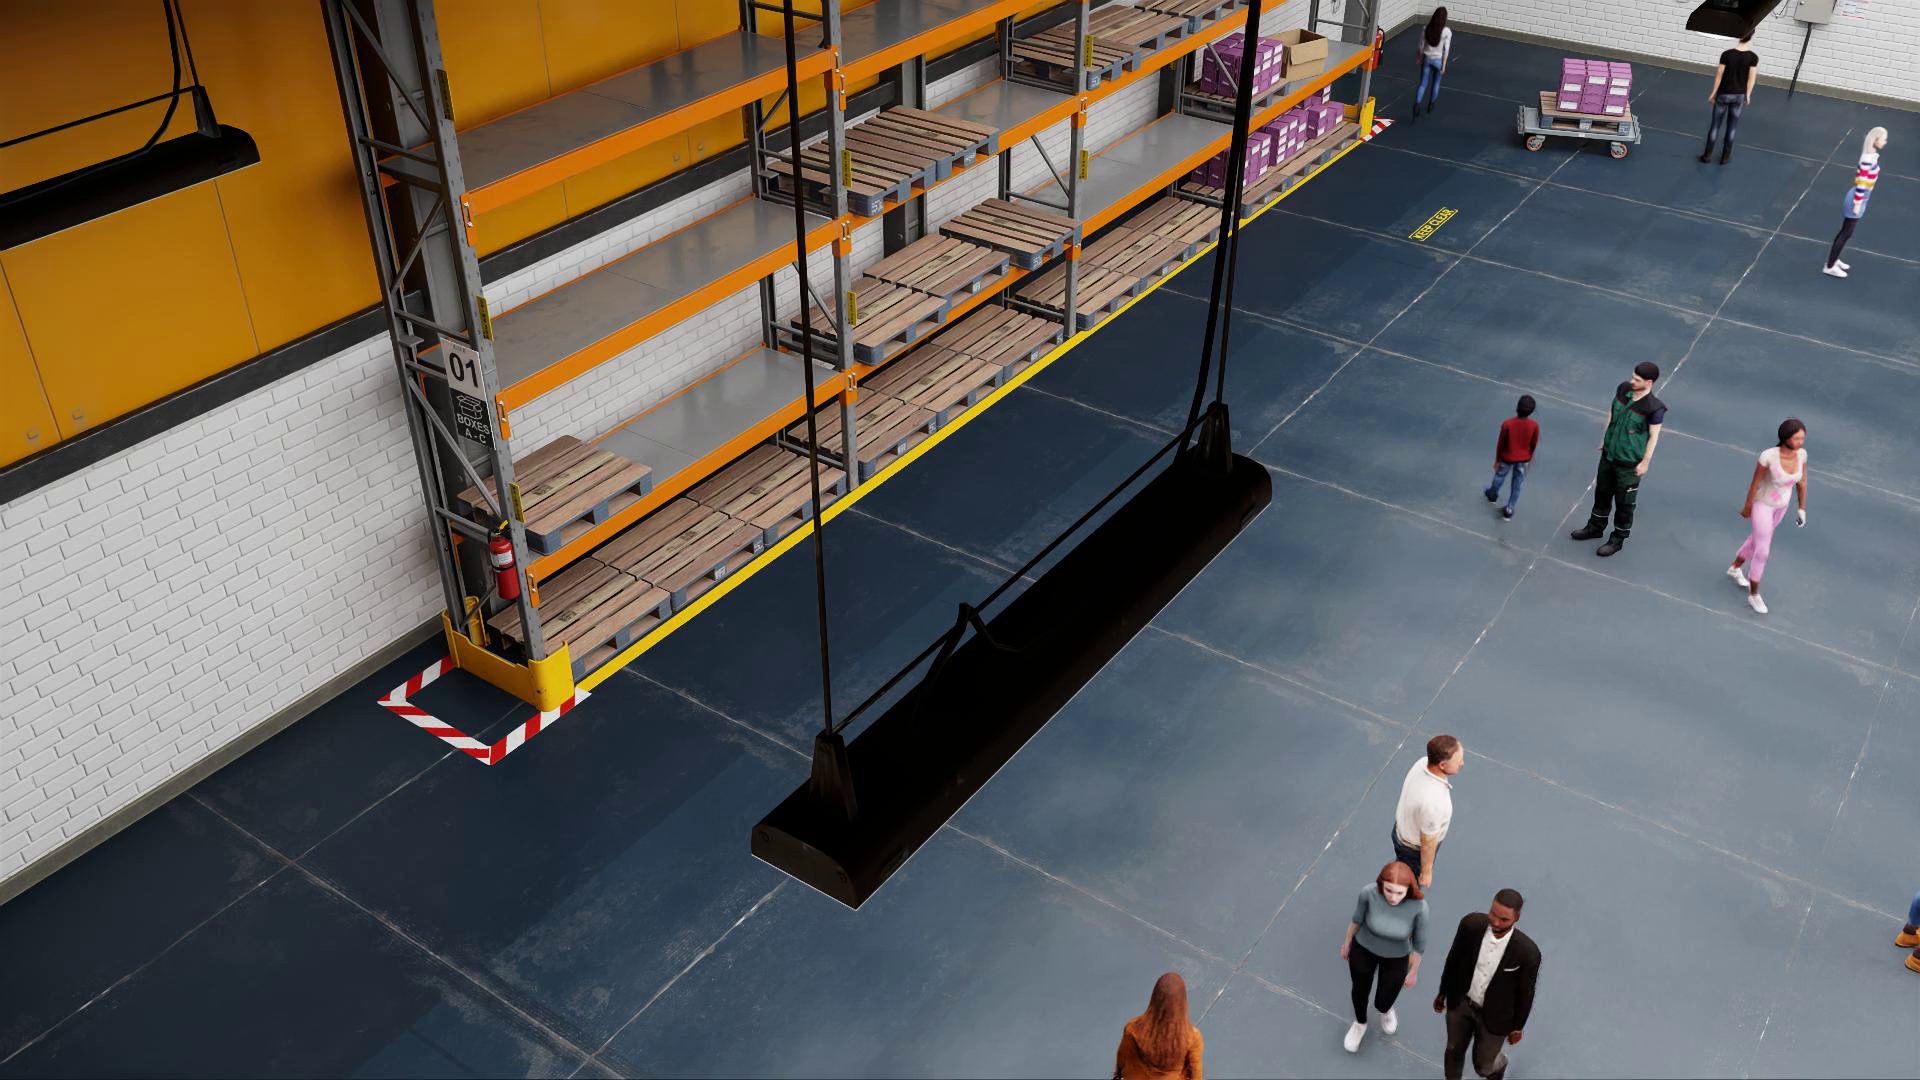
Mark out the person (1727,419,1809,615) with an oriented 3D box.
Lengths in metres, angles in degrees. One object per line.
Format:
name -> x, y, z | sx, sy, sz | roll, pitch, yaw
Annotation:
person -> 6.889, -0.307, 14.276 | 0.961, 1.715, 0.996 | -9, 35, -13

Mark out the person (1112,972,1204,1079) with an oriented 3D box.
person -> 1.077, 3.123, 9.129 | 0.781, 1.701, 0.829 | 3, 34, 4

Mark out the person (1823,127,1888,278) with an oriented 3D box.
person -> 10.682, -4.049, 19.822 | 0.725, 1.808, 0.456 | 18, 38, 25

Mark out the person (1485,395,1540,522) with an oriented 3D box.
person -> 5.133, -0.736, 15.350 | 0.702, 1.241, 0.810 | 3, 34, 5

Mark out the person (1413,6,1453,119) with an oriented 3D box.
person -> 6.905, -6.970, 24.405 | 0.680, 1.599, 1.056 | 16, 37, 23

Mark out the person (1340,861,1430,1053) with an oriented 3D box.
person -> 2.563, 2.496, 10.065 | 0.704, 1.709, 0.836 | 12, 35, 18

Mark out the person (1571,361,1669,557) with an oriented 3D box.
person -> 5.916, -0.757, 14.787 | 0.761, 1.900, 0.767 | -15, 36, -21

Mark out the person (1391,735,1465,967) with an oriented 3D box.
person -> 2.922, 1.963, 10.741 | 0.796, 1.848, 0.657 | 6, 34, 9

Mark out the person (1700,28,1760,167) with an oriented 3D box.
person -> 10.590, -6.108, 22.840 | 0.725, 1.896, 0.655 | 13, 36, 18

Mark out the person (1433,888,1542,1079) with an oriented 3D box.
person -> 3.079, 2.679, 9.716 | 0.745, 1.791, 0.865 | 29, 43, 36
